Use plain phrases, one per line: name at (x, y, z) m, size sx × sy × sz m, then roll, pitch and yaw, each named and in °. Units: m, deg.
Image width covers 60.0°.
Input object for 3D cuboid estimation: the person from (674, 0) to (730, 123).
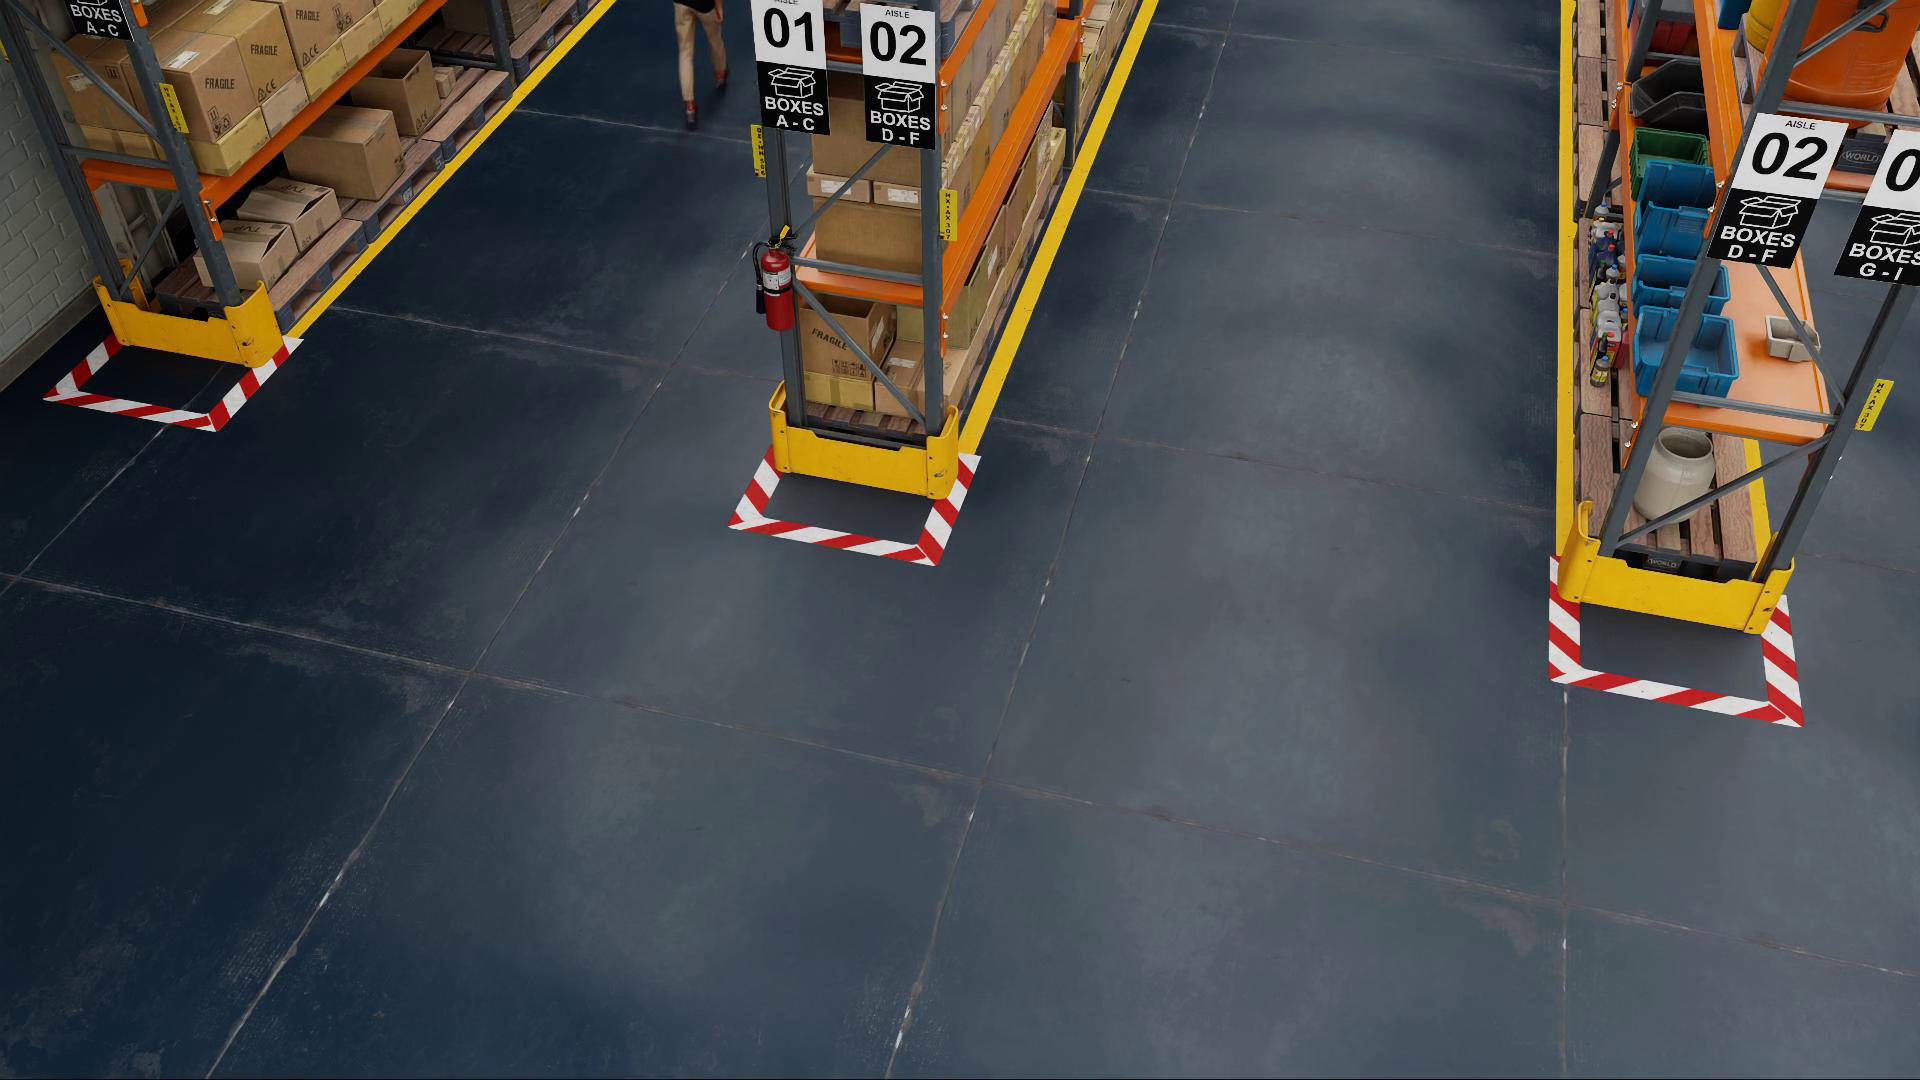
person at (-2.174, -4.297, 13.520) m, size 0.806 × 1.806 × 1.233 m, roll 3°, pitch 43°, yaw 3°
